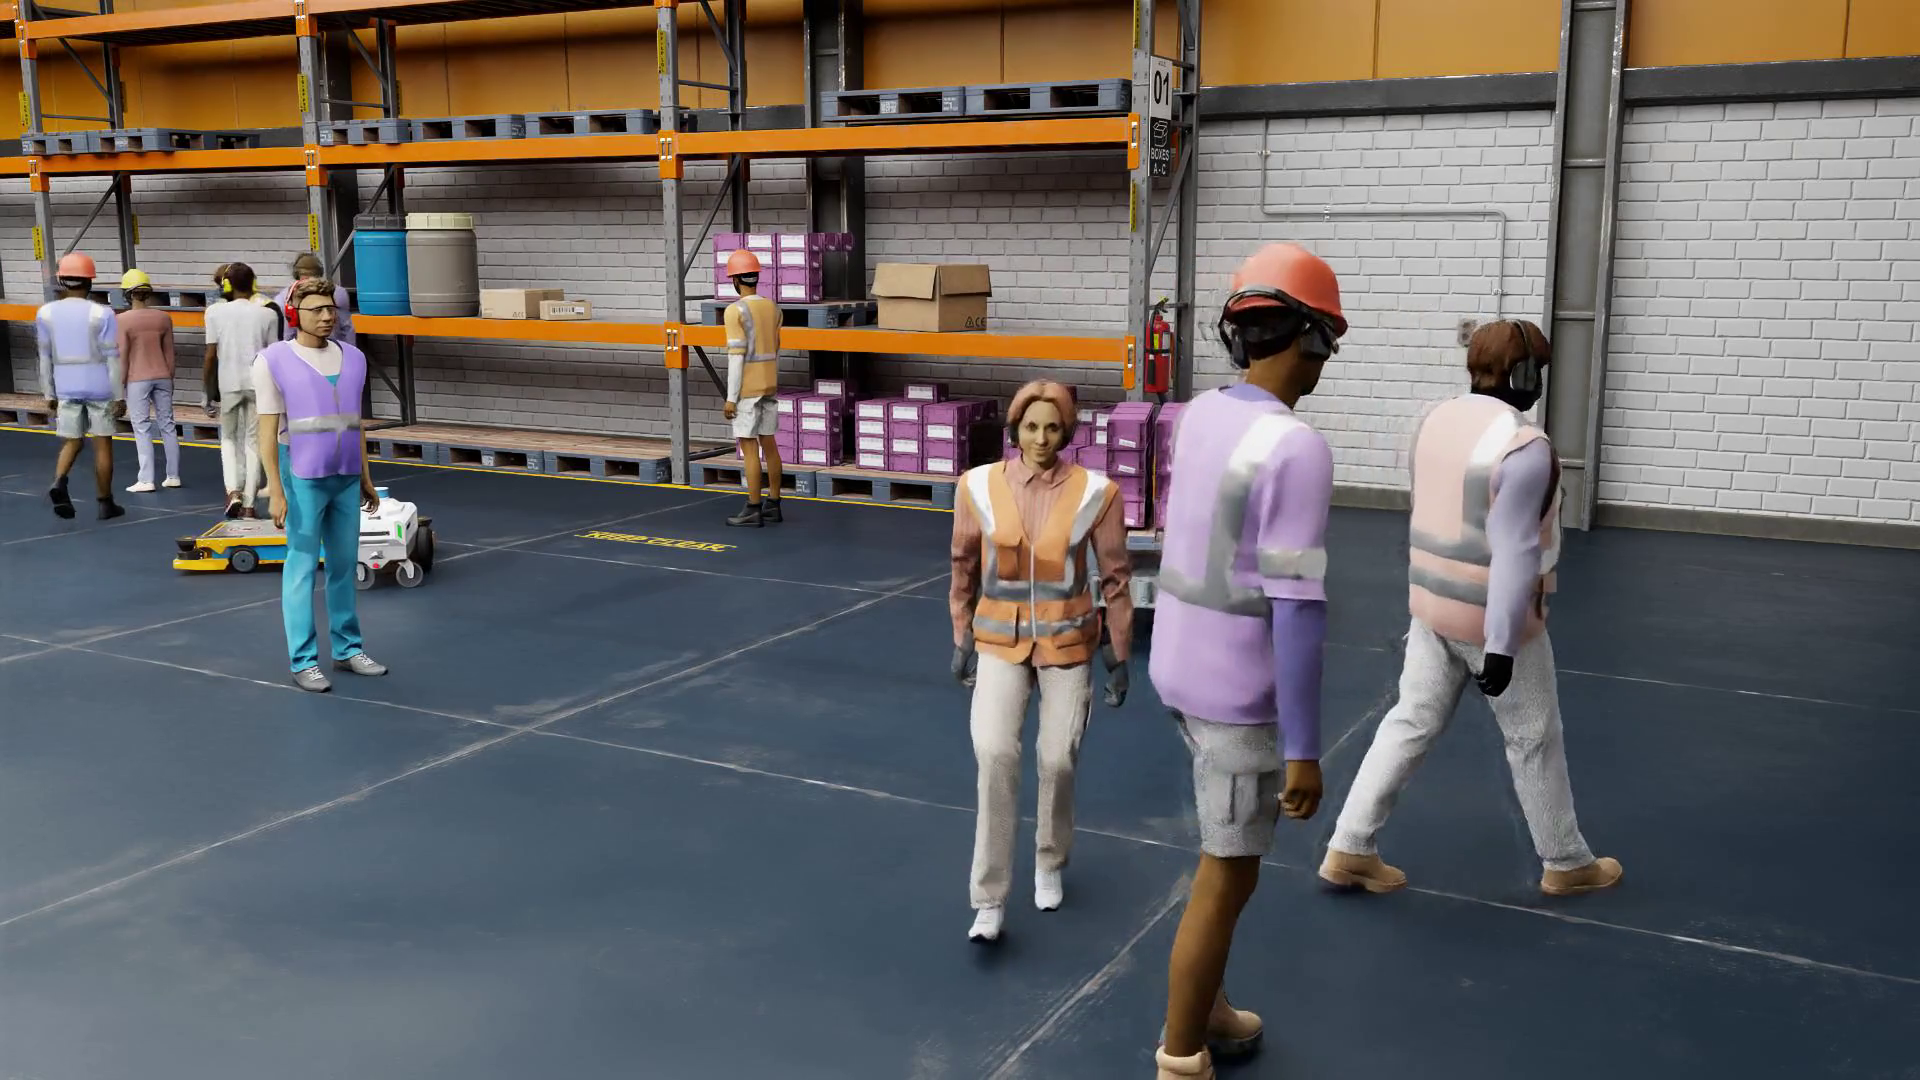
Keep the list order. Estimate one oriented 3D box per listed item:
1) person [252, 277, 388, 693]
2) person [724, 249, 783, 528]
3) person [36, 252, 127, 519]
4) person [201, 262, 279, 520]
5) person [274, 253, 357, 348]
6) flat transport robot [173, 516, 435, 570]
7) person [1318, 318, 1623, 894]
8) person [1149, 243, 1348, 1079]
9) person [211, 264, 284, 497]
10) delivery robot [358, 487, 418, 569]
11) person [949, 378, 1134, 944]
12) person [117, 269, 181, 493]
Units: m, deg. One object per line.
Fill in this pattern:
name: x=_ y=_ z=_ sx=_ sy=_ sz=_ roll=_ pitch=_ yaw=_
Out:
person: x=-2.894 y=-0.256 z=7.507 sx=0.380 sy=1.845 sz=0.570 roll=6 pitch=12 yaw=28
person: x=-1.469 y=-1.050 z=11.627 sx=0.376 sy=1.933 sz=0.545 roll=6 pitch=12 yaw=31
person: x=-6.203 y=-1.062 z=11.732 sx=0.548 sy=1.918 sz=0.660 roll=-1 pitch=10 yaw=-3
person: x=-5.134 y=-1.054 z=11.896 sx=0.554 sy=1.836 sz=0.454 roll=-6 pitch=12 yaw=-28
person: x=-5.324 y=-1.435 z=13.873 sx=0.684 sy=1.883 sz=0.744 roll=-6 pitch=12 yaw=-31
flat transport robot: x=-4.061 y=0.011 z=10.368 sx=1.431 sy=0.197 sz=0.652 roll=-2 pitch=11 yaw=-11
person: x=1.562 y=0.225 z=5.053 sx=0.969 sy=1.794 sz=0.634 roll=-3 pitch=11 yaw=-17
person: x=0.620 y=0.342 z=3.814 sx=0.582 sy=2.009 sz=0.714 roll=-3 pitch=11 yaw=-15
person: x=-5.591 y=-1.251 z=13.071 sx=0.646 sy=1.823 sz=0.431 roll=3 pitch=11 yaw=16
delivery robot: x=-3.395 y=-0.067 z=9.761 sx=0.477 sy=0.478 sz=0.707 roll=-2 pitch=11 yaw=-11
person: x=0.225 y=0.350 z=4.802 sx=0.539 sy=1.614 sz=0.623 roll=1 pitch=10 yaw=6
person: x=-6.481 y=-1.258 z=13.227 sx=0.312 sy=1.768 sz=0.522 roll=6 pitch=12 yaw=28
